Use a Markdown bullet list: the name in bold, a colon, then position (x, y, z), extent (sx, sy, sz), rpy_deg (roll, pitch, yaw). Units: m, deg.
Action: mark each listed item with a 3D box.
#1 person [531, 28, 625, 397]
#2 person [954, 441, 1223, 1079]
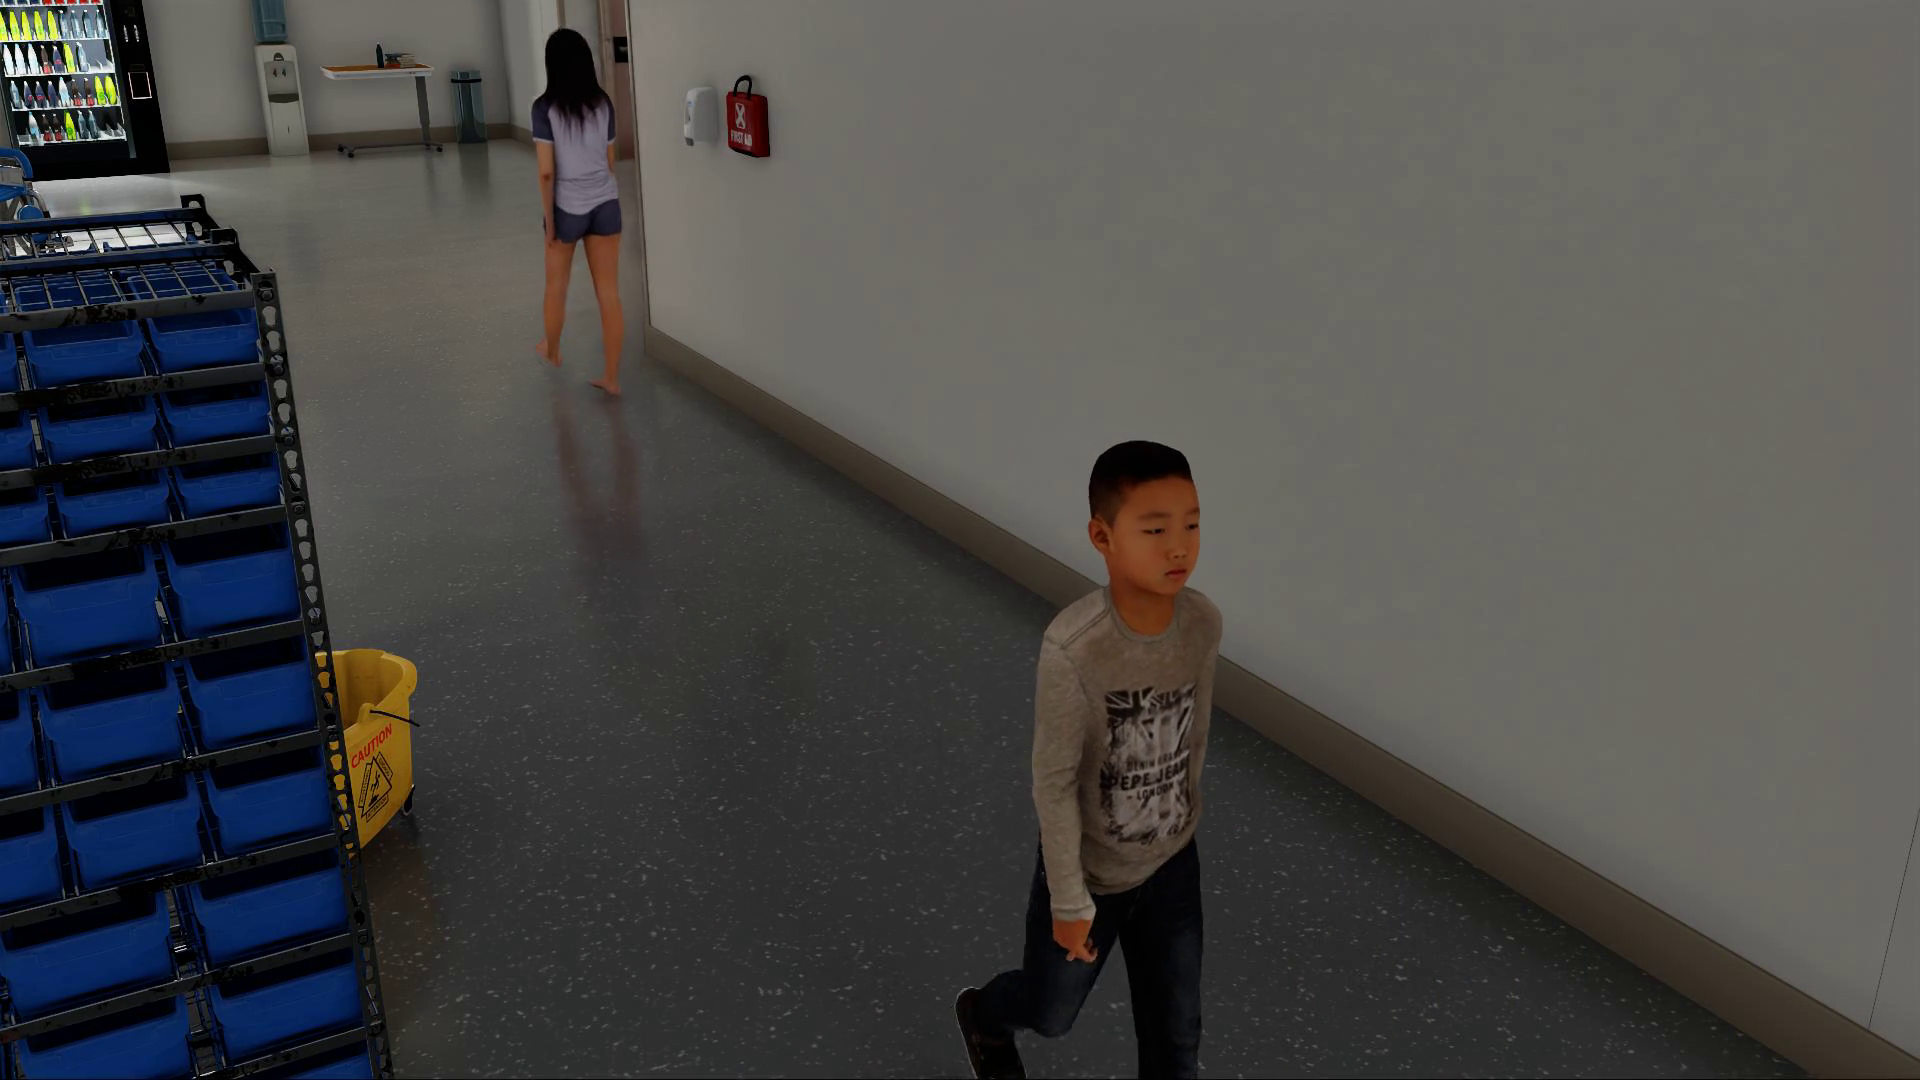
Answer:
- **person**: position (-1.759, -1.521, 7.948), extent (0.970, 1.697, 0.648), rpy_deg (-12, 24, -29)
- **person**: position (0.226, 0.526, 2.903), extent (0.865, 1.443, 0.596), rpy_deg (-11, 24, -28)
